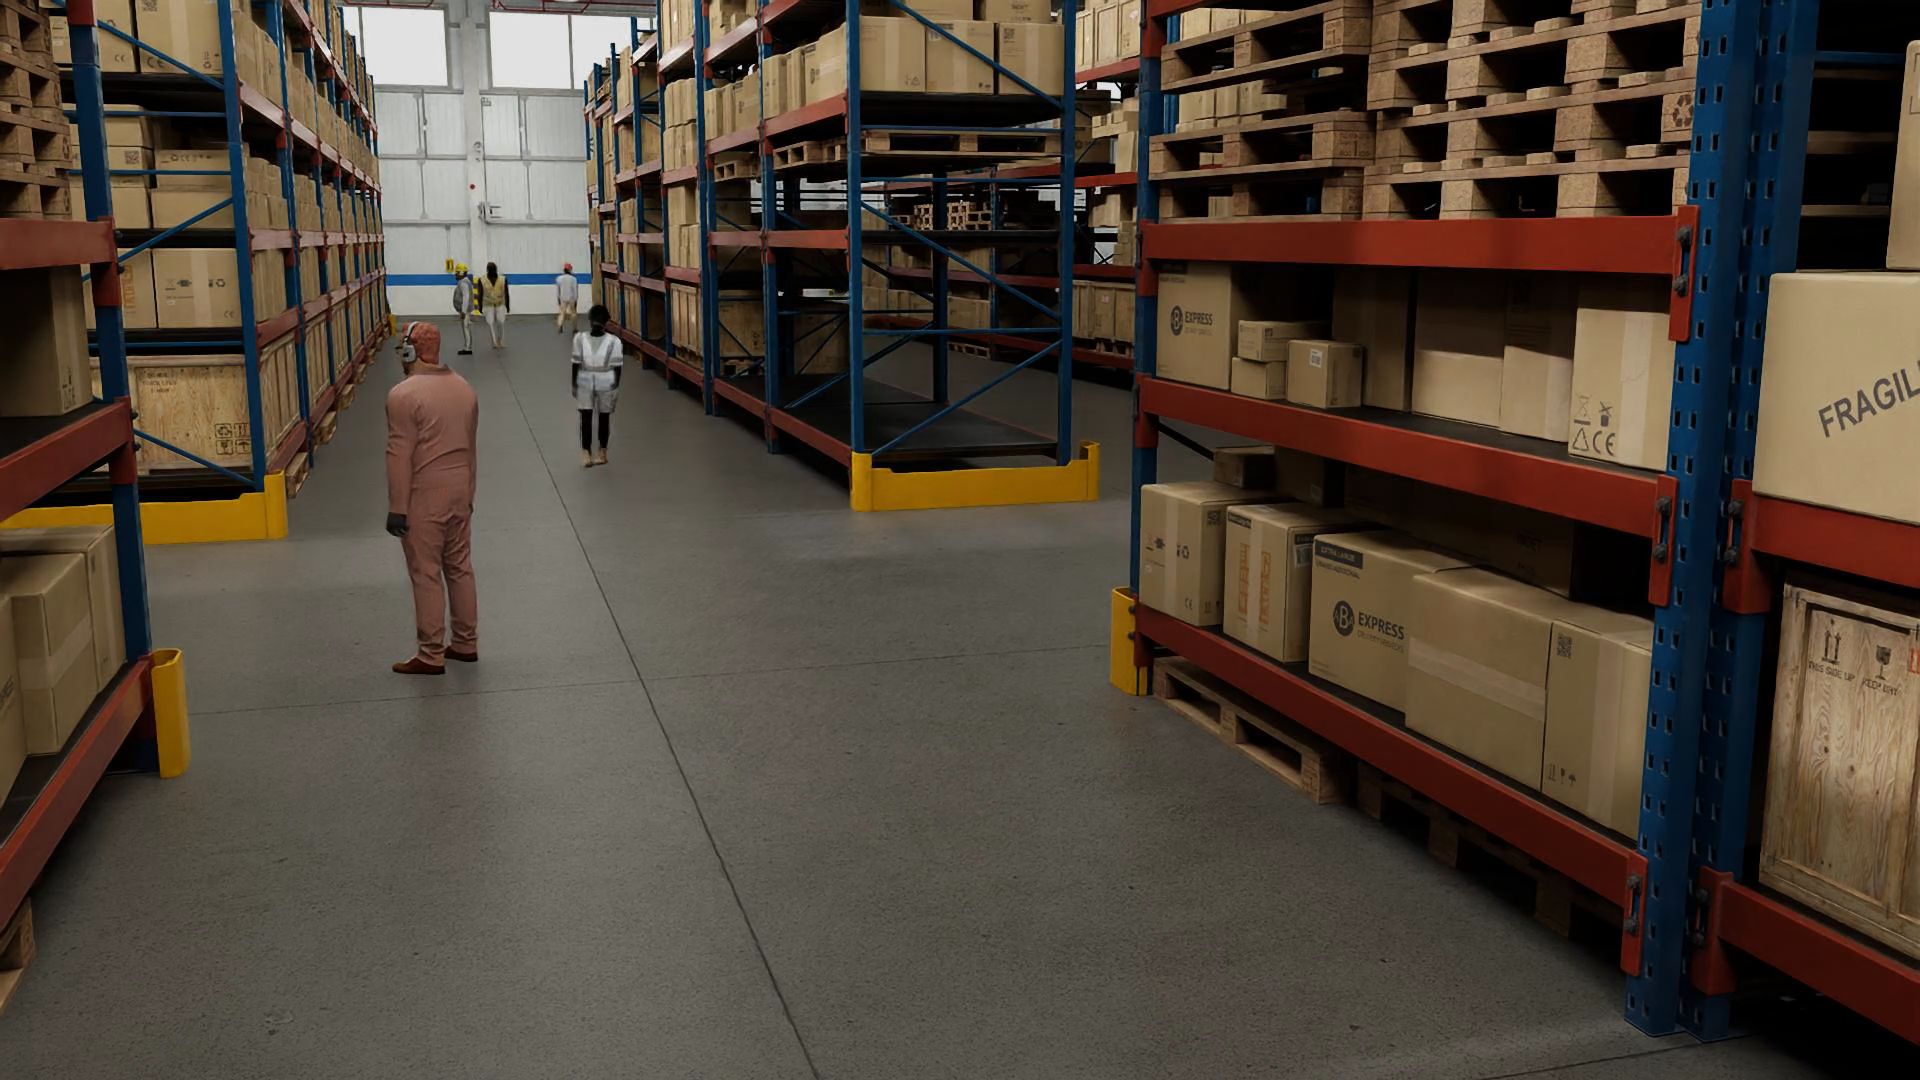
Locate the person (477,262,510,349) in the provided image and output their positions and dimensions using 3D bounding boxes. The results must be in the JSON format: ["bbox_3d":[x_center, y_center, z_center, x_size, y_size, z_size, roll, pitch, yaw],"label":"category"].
[{"bbox_3d":[-9.765,-4.896,34.850,0.652,1.805,0.882,-3,11,-17],"label":"person"}]

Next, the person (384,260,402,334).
[{"bbox_3d":[-14.108,-5.948,40.242,1.017,1.952,0.636,-2,11,-11],"label":"person"}]

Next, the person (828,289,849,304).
[{"bbox_3d":[-1.959,-3.453,27.214,0.532,1.729,0.926,-5,11,-24],"label":"person"}]

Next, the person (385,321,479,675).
[{"bbox_3d":[-2.879,-0.228,9.021,0.400,1.901,0.642,4,11,20],"label":"person"}]

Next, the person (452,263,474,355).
[{"bbox_3d":[-9.890,-4.593,33.125,0.404,1.832,0.596,-3,11,-16],"label":"person"}]

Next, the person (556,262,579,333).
[{"bbox_3d":[-9.615,-5.922,40.703,0.569,1.727,0.681,2,10,9],"label":"person"}]

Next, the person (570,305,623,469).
[{"bbox_3d":[-3.697,-1.555,16.919,0.545,1.653,0.788,-1,10,-5],"label":"person"}]
